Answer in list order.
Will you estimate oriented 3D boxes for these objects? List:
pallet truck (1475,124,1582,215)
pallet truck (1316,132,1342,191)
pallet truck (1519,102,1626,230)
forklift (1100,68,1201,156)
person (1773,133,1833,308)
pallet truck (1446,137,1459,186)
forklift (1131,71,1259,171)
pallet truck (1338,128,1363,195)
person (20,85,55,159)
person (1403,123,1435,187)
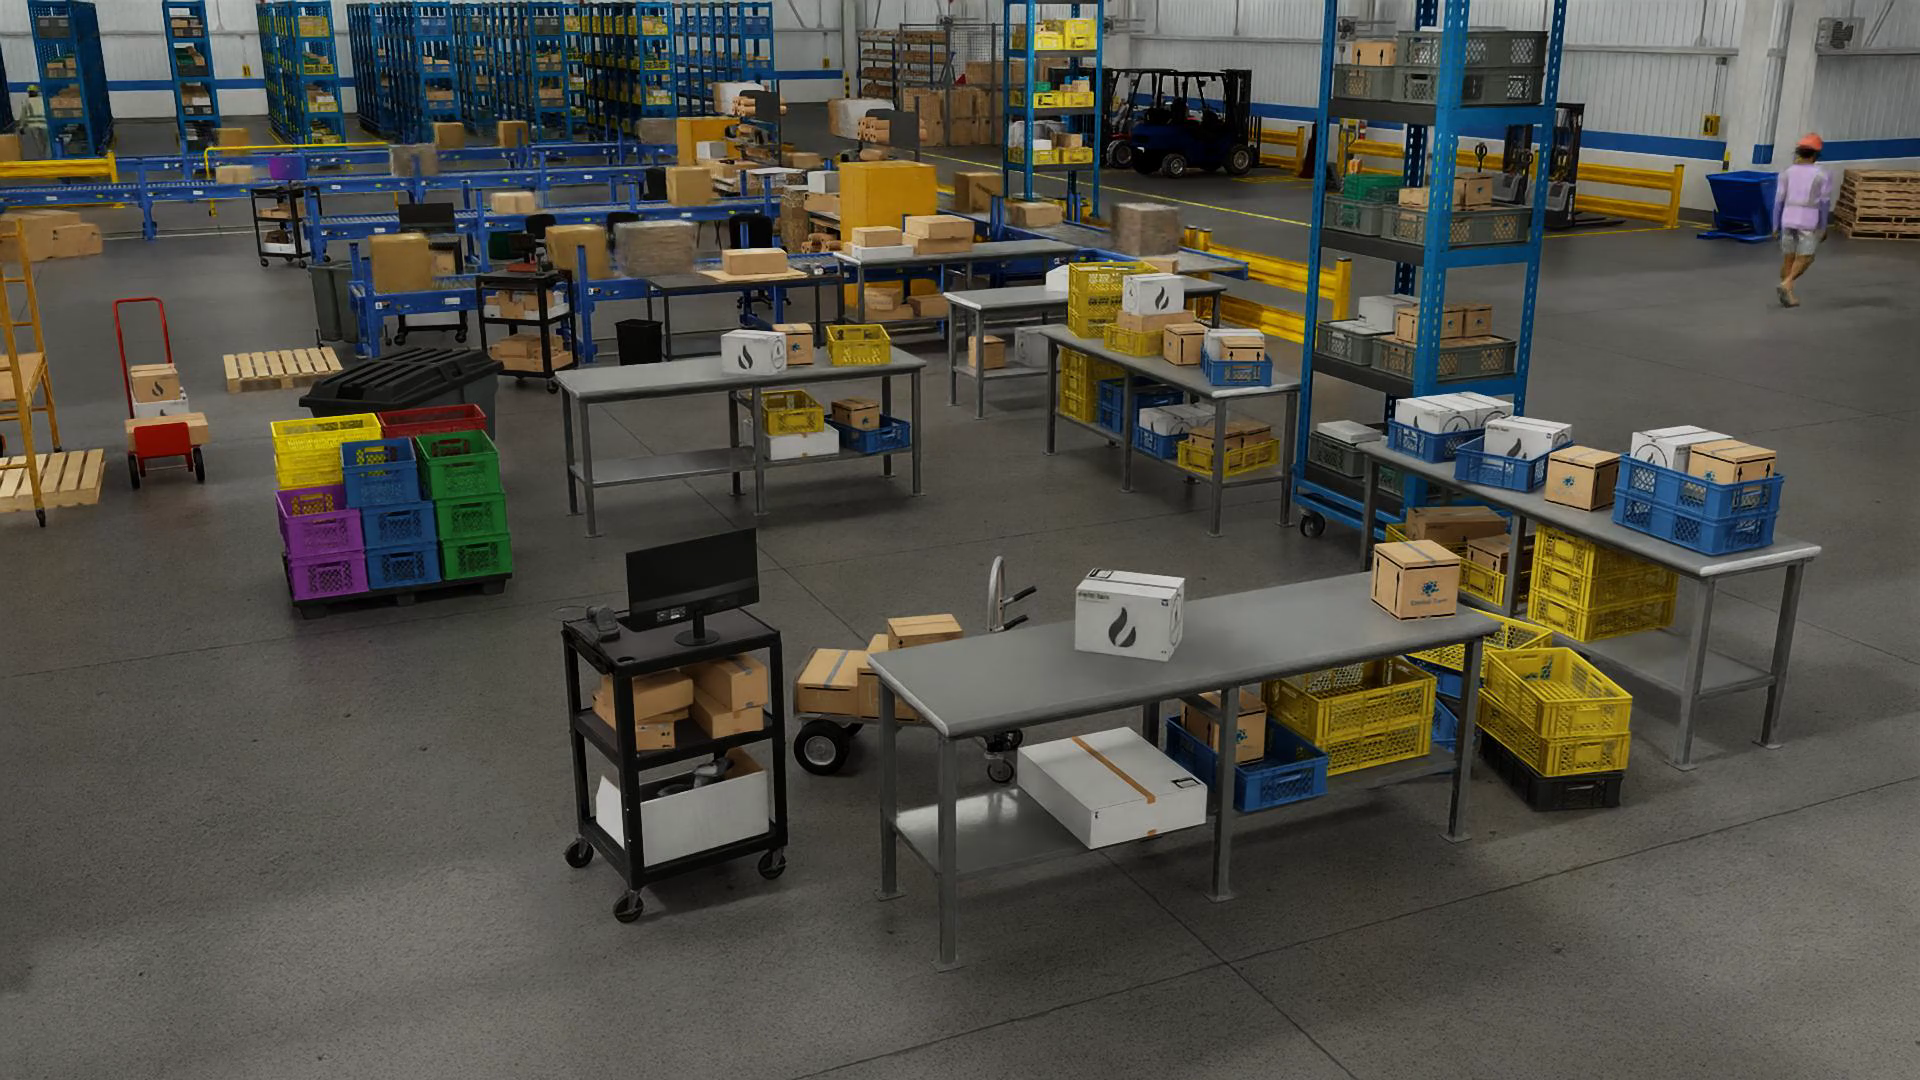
[{"bbox_3d":[9.707,-6.455,28.103,1.885,1.965,0.823,-7,19,-20],"label":"pallet truck"},{"bbox_3d":[7.723,-7.504,32.656,1.601,1.201,0.680,-8,19,-23],"label":"pallet truck"},{"bbox_3d":[9.972,-6.037,26.785,1.885,1.965,0.823,-9,20,-25],"label":"pallet truck"},{"bbox_3d":[4.082,-9.564,37.410,2.680,1.987,1.157,-8,19,-23],"label":"forklift"},{"bbox_3d":[9.749,-3.687,19.334,0.581,2.032,0.635,-14,23,-38],"label":"person"},{"bbox_3d":[9.184,-6.485,29.328,1.630,1.274,0.653,-8,19,-23],"label":"pallet truck"},{"bbox_3d":[4.998,-8.936,35.413,2.680,1.987,1.157,-9,20,-25],"label":"forklift"},{"bbox_3d":[7.845,-7.140,31.411,1.522,1.261,0.704,-9,20,-25],"label":"pallet truck"},{"bbox_3d":[-20.819,-9.326,37.488,0.875,1.773,0.698,16,24,41],"label":"person"},{"bbox_3d":[8.392,-7.132,30.382,0.399,1.908,0.643,-13,21,-34],"label":"person"}]
